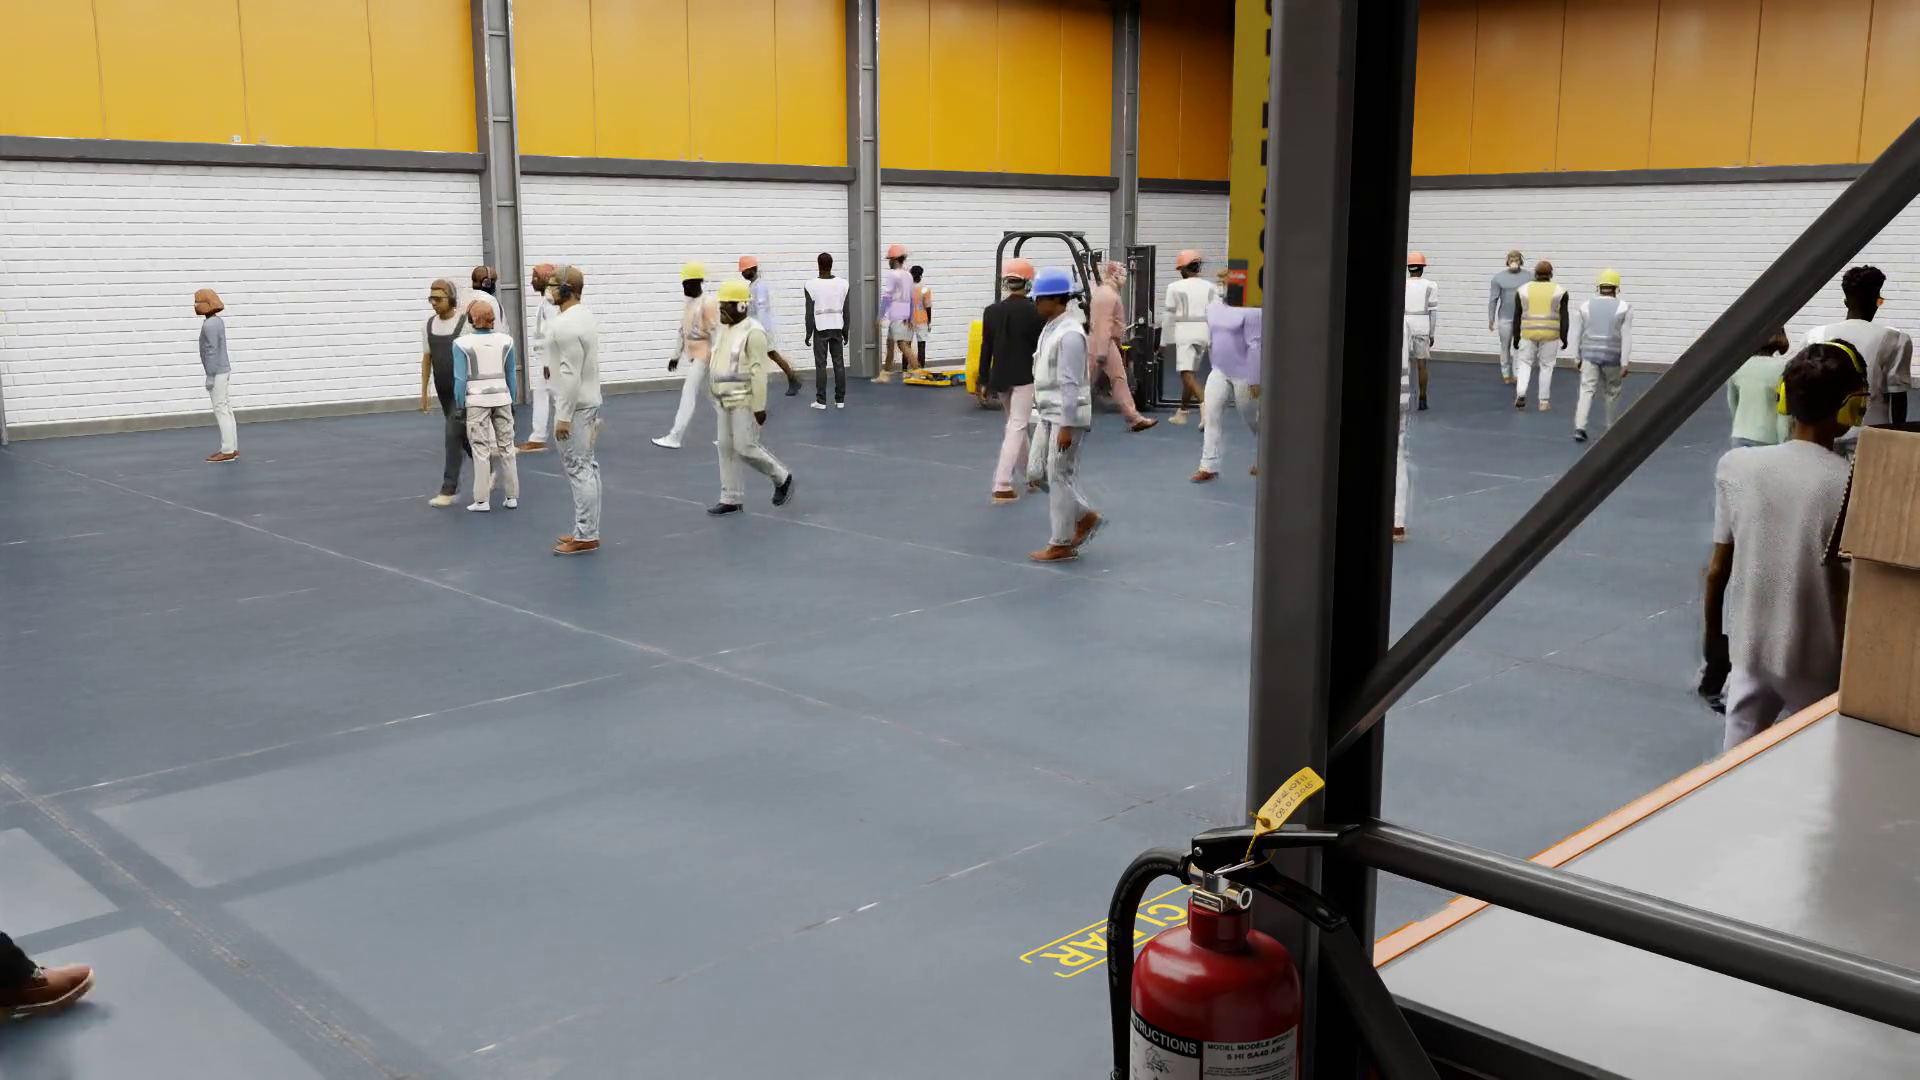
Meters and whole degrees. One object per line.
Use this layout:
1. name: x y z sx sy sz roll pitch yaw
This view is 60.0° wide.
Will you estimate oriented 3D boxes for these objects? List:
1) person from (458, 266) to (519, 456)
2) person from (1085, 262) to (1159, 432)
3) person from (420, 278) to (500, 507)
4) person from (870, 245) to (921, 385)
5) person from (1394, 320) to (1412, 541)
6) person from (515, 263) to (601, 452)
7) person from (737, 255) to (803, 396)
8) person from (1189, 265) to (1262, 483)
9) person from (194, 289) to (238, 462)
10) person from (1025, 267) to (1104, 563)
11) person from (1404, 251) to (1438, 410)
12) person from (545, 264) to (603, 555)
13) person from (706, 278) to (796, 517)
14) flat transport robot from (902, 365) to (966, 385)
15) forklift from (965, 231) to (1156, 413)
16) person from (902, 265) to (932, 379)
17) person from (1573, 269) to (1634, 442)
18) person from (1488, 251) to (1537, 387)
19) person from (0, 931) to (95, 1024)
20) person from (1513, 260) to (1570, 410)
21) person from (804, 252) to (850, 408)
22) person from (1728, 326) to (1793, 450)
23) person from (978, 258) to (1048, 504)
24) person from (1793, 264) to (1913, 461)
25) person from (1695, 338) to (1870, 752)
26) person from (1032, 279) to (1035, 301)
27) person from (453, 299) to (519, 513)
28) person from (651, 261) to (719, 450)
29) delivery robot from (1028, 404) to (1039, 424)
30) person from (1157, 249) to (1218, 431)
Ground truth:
1. person: -4.594 -1.738 16.180 0.624 1.840 0.429 9 14 41
2. person: 1.623 -2.072 17.978 1.006 1.837 0.670 -2 11 -8
3. person: -4.021 -1.206 13.400 0.535 1.804 0.924 4 11 21
4. person: -0.881 -3.186 23.746 0.968 2.017 0.616 4 11 23
5. person: 2.959 -0.937 11.745 0.577 1.852 0.643 -6 12 -31
6. person: -4.017 -1.802 16.468 0.803 1.862 0.596 -2 11 -11
7. person: -2.569 -2.822 21.998 0.990 1.884 0.578 -4 11 -22
8. person: 2.452 -1.452 14.514 1.009 1.895 0.636 -9 14 -40
9. person: -7.045 -1.555 15.738 0.268 1.630 0.507 -2 11 -13
10. person: 0.670 -0.804 10.851 0.495 1.931 0.613 -3 11 -15
11. person: 5.536 -2.551 20.344 0.547 1.934 0.376 2 11 11
12. person: -2.595 -0.861 11.153 0.373 1.939 0.663 0 10 -2
13. person: -1.631 -1.084 12.675 0.620 1.816 0.602 -8 13 -36
14. flat transport robot: -0.111 -2.380 23.953 0.652 0.197 1.431 9 13 40
15. forklift: 1.222 -2.721 20.561 2.313 2.155 1.214 2 11 13
16. person: -0.657 -3.207 24.596 0.534 1.688 0.318 3 11 17
17. person: 6.669 -1.913 17.275 0.606 1.791 0.904 7 13 34
18. person: 7.811 -3.120 23.524 0.660 1.901 0.961 3 11 17
19. person: -2.779 0.366 4.390 0.884 1.952 0.632 -8 13 -38
20. person: 7.076 -2.485 20.261 0.650 1.833 0.533 6 12 28
21. person: -1.637 -2.580 20.542 0.593 1.921 0.387 -5 11 -24
22. person: 5.169 -0.640 10.792 0.536 1.611 0.524 -6 12 -29
23. person: 0.524 -1.296 13.470 0.647 1.937 1.001 7 13 34
24. person: 5.173 -0.613 9.695 0.609 1.963 0.367 7 13 34
25. person: 2.265 0.369 4.648 0.669 1.858 0.509 -8 13 -37
26. person: 0.814 -2.713 21.934 0.512 1.679 0.540 0 10 2
27. person: -3.655 -1.029 12.844 0.515 1.642 0.314 -8 13 -38
28. person: -2.641 -1.853 16.716 1.009 1.872 0.592 -5 12 -27
29. delivery robot: 0.922 -1.374 17.438 0.707 0.478 0.477 0 10 -1
30. person: 2.586 -2.199 18.293 0.616 1.997 0.984 -4 11 -23
